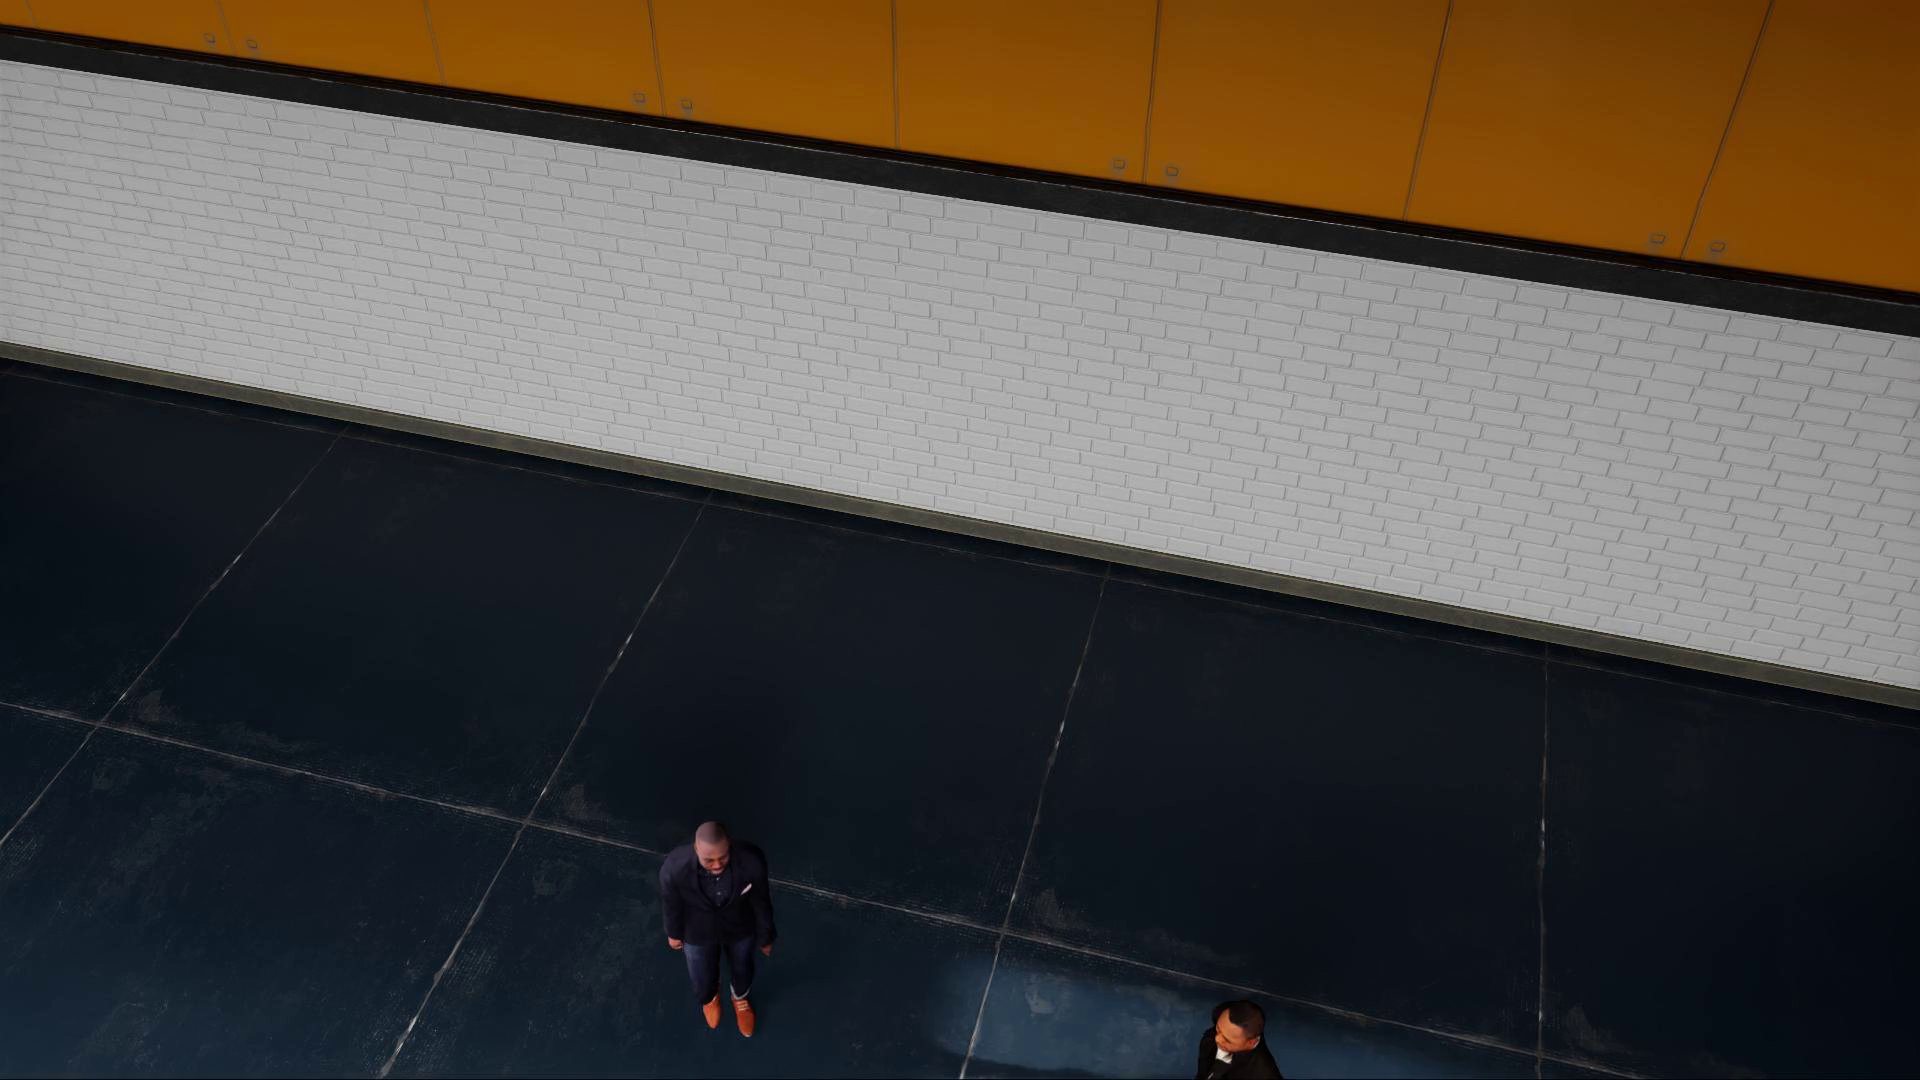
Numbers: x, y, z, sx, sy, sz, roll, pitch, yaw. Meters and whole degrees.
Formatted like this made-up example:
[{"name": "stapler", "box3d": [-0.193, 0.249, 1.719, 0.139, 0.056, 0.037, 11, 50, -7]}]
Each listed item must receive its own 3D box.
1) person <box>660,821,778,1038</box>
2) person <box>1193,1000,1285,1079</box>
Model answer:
[{"name": "person", "box3d": [-1.249, 1.935, 8.616, 0.838, 1.802, 0.844, -9, 44, -9]}, {"name": "person", "box3d": [1.371, 2.675, 7.800, 1.249, 1.856, 1.320, -14, 45, -15]}]
